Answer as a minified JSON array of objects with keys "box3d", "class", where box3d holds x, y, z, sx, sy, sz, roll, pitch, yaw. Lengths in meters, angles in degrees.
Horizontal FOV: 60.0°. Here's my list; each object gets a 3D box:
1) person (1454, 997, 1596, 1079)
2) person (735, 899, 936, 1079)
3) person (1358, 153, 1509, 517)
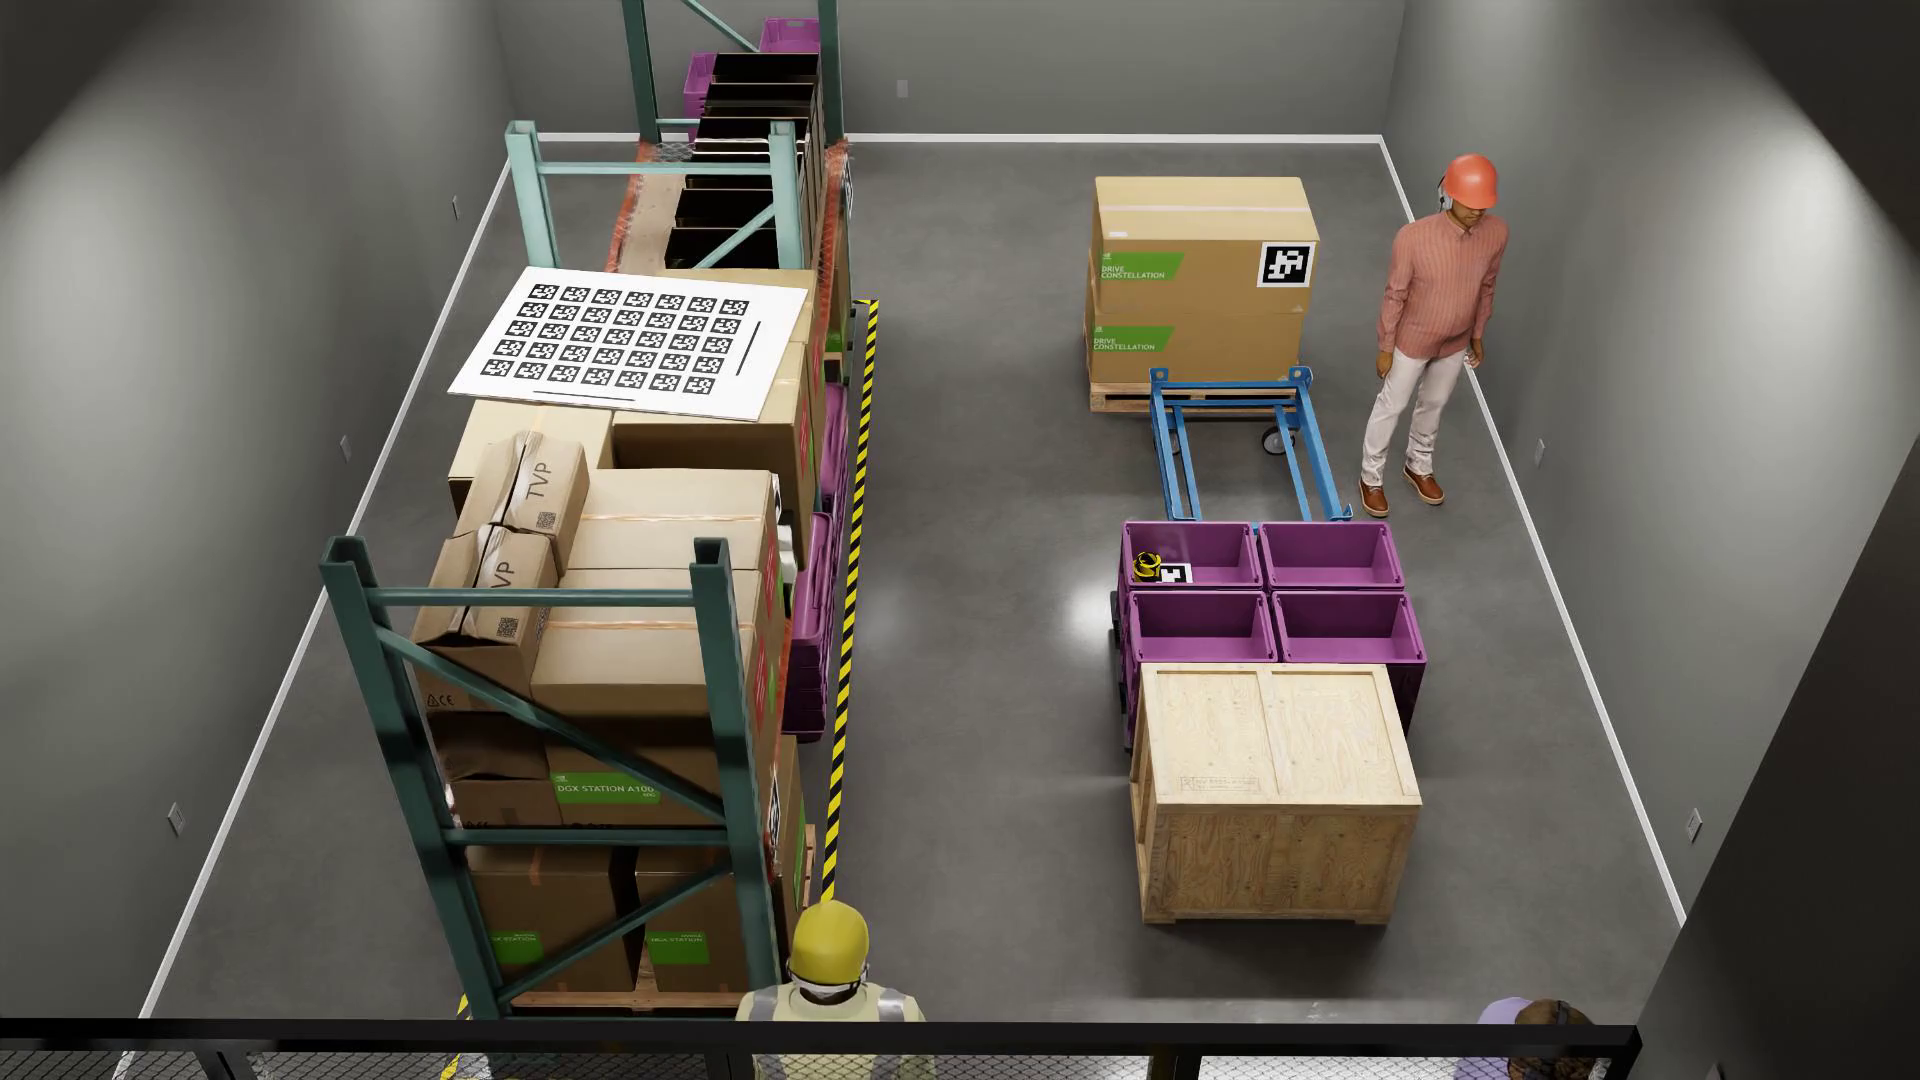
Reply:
[{"box3d":[1.535,1.941,4.899,0.358,1.938,0.636,11,42,12],"class":"person"},{"box3d":[-0.372,1.742,5.206,0.600,1.830,0.404,0,41,0],"class":"person"},{"box3d":[2.333,-1.000,8.212,0.609,1.995,0.375,-11,43,-13],"class":"person"}]
